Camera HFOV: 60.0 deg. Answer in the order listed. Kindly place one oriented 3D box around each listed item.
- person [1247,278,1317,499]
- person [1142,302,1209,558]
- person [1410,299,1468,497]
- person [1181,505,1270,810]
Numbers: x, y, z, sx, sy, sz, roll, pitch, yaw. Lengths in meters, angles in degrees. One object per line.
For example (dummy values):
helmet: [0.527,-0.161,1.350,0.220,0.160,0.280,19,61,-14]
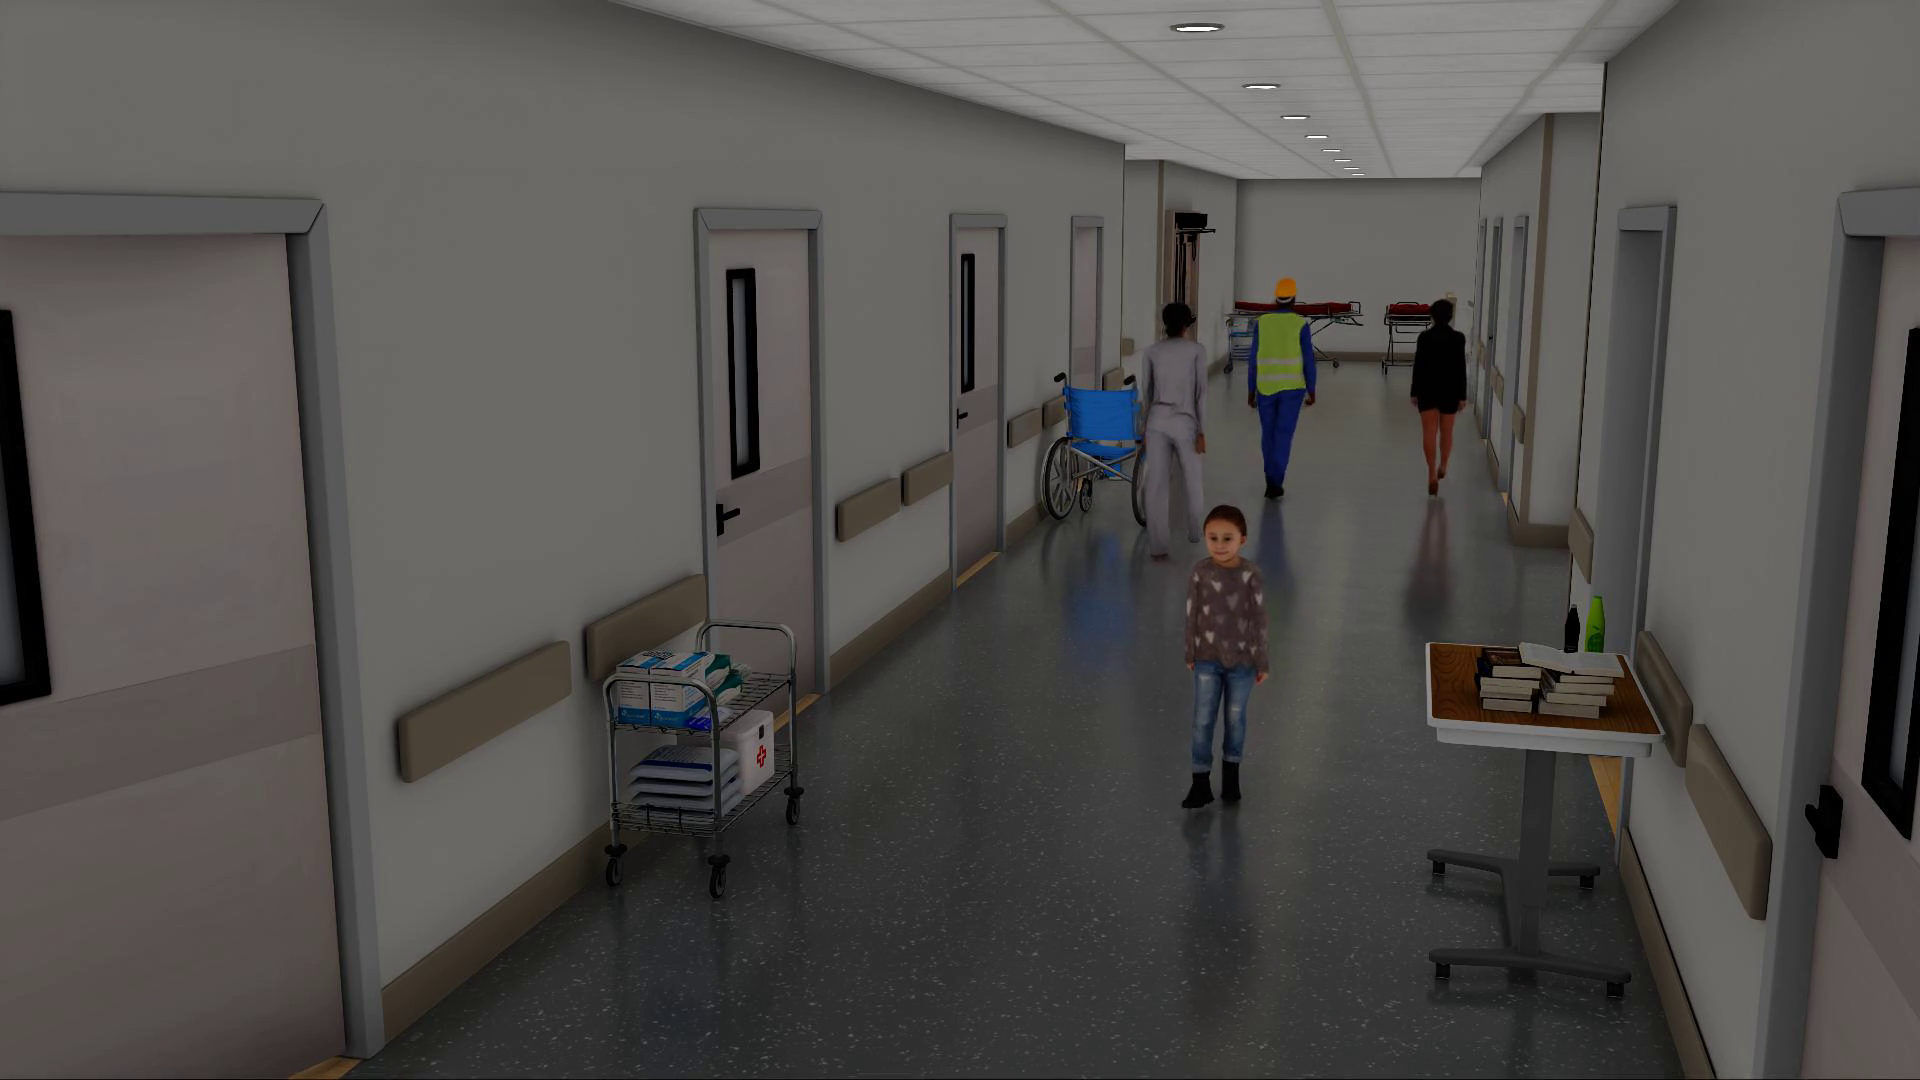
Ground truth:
person: [2.617,-1.231,13.715,0.765,1.786,1.010,4,12,21]
person: [1.430,-0.723,11.270,0.681,1.700,1.038,4,11,19]
person: [3.959,-1.147,13.745,0.621,1.609,0.970,2,11,12]
person: [1.053,0.442,6.525,0.481,1.181,0.607,3,11,13]
